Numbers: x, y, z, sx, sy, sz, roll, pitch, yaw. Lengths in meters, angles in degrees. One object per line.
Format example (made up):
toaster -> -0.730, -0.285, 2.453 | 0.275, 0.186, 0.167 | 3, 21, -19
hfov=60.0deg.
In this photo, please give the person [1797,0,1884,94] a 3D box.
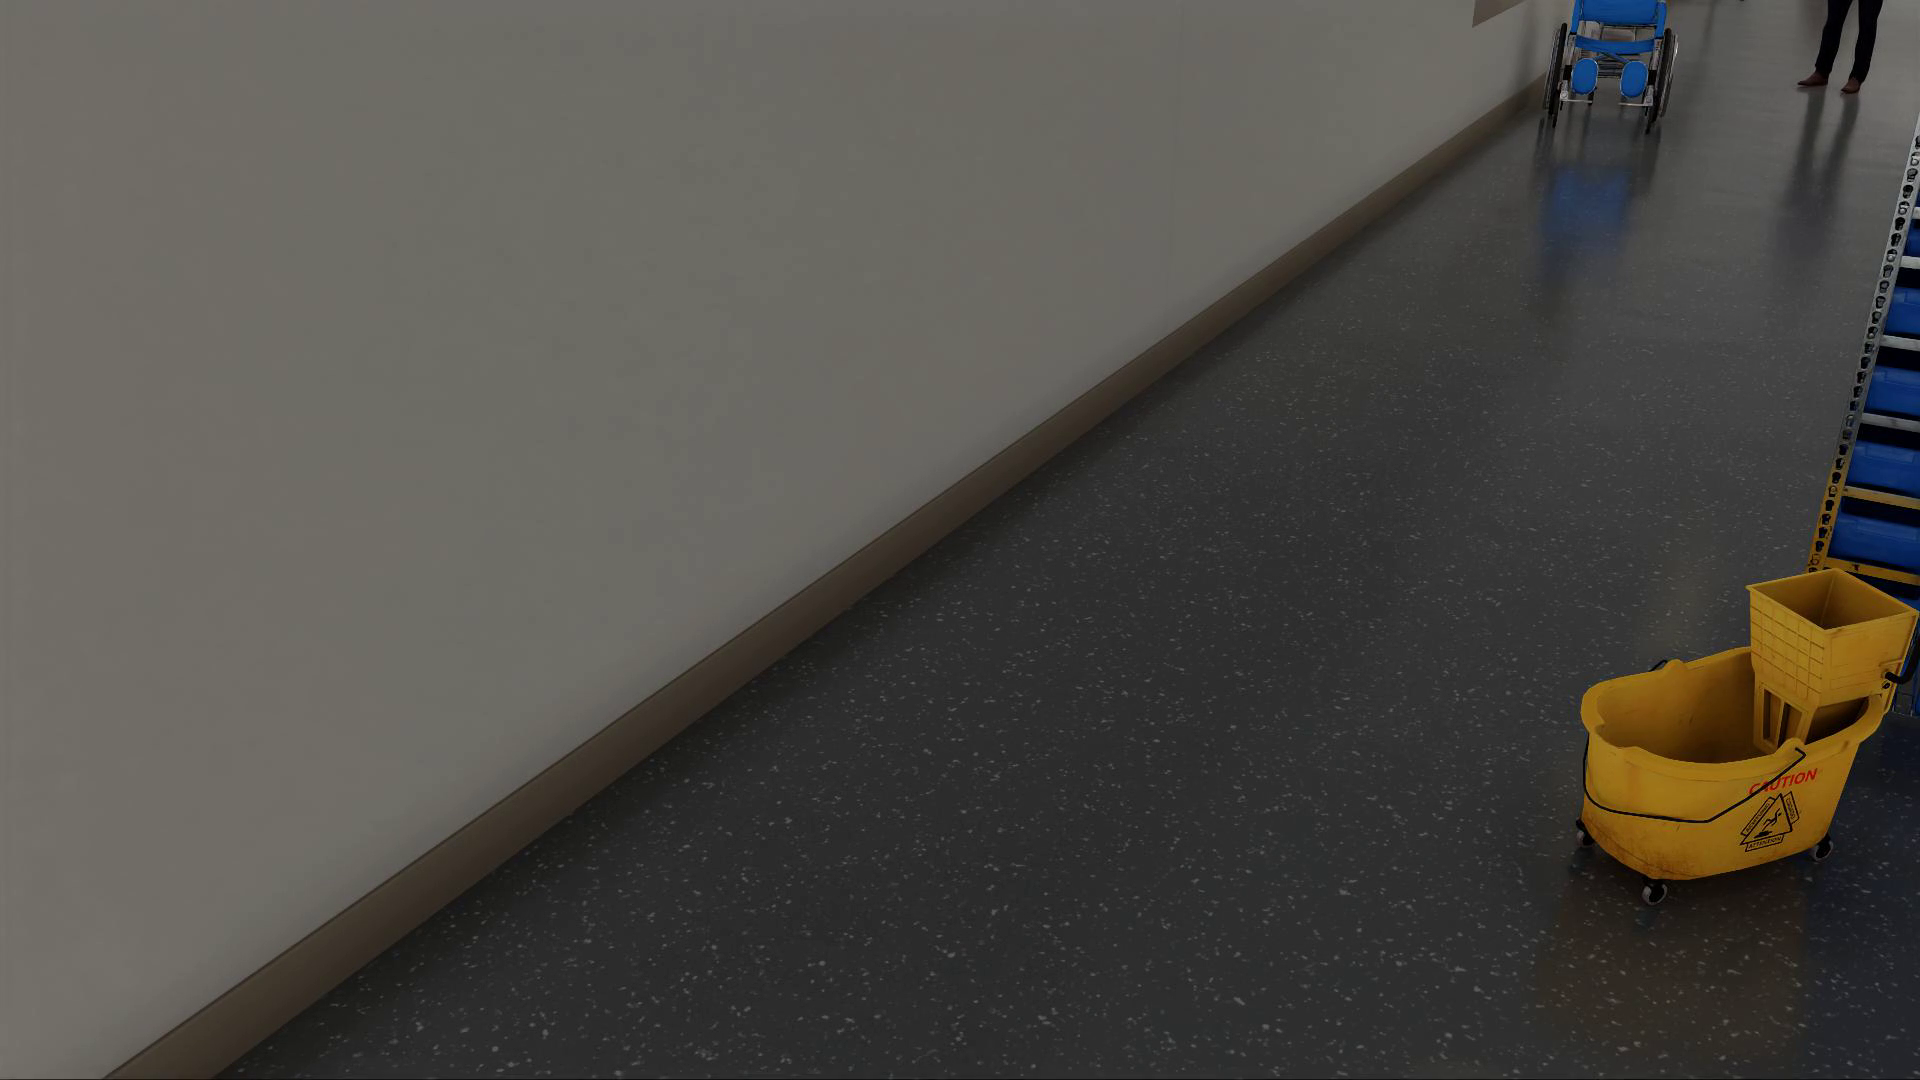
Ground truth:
person -> 6.840, -4.364, 12.578 | 0.814, 1.853, 0.660 | -19, 31, -33
